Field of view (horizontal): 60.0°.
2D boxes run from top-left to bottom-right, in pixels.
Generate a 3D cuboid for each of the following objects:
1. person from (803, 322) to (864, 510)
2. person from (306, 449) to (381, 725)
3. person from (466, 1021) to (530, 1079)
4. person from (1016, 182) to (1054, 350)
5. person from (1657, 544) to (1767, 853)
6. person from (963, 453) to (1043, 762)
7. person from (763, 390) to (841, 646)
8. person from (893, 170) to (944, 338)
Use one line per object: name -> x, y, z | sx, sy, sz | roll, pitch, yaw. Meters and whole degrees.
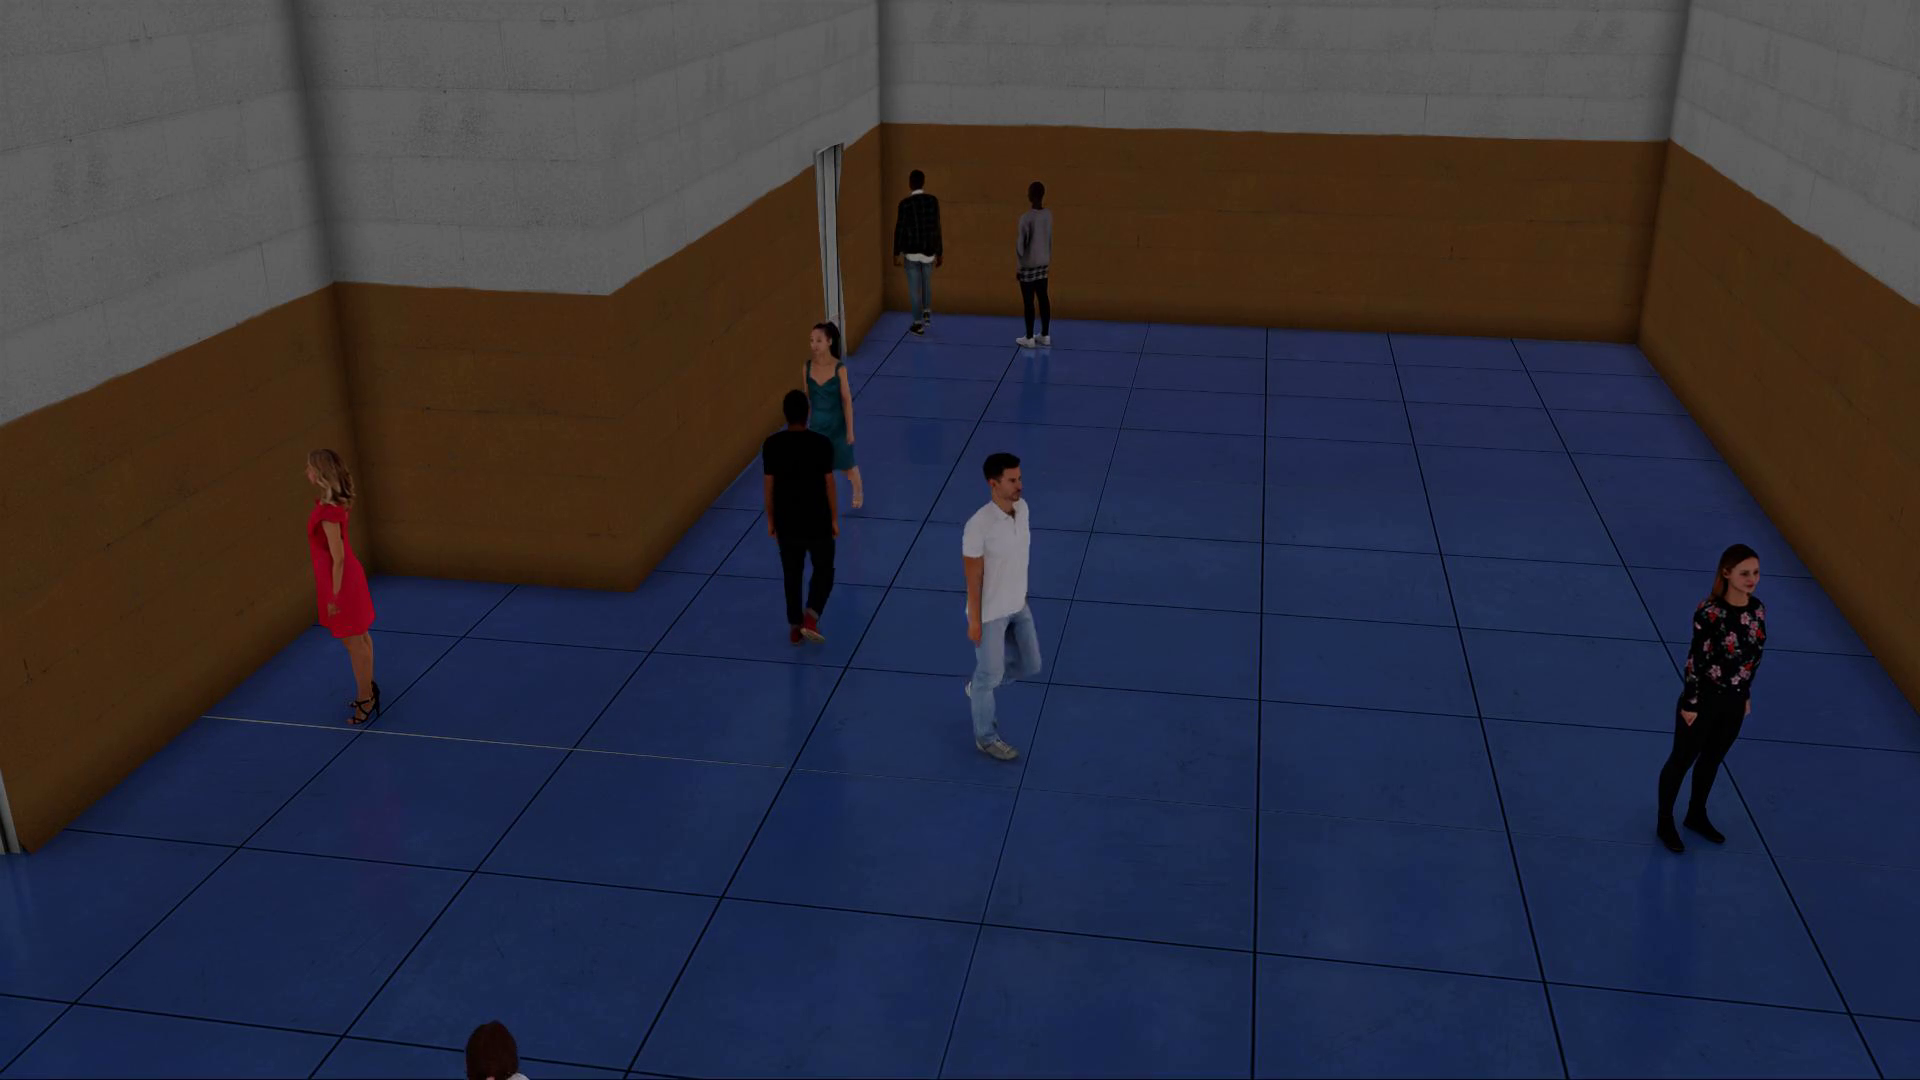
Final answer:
person -> -0.957, -0.851, 12.804 | 1.009, 1.654, 0.775 | 6, 23, 15
person -> -3.677, 0.262, 9.935 | 0.662, 1.729, 0.650 | -5, 23, -13
person -> -1.619, 2.235, 5.888 | 0.750, 1.085, 0.822 | -15, 26, -33
person -> 0.815, -2.959, 17.895 | 0.690, 1.770, 0.731 | -18, 28, -37
person -> 3.912, 0.808, 8.637 | 0.592, 1.683, 0.704 | -7, 23, -16
person -> 0.158, 0.355, 9.542 | 0.950, 1.849, 0.880 | 19, 29, 39
person -> -1.031, -0.093, 10.794 | 0.728, 1.746, 0.752 | 2, 22, 5
person -> -0.416, -3.129, 18.269 | 0.784, 1.808, 0.883 | -9, 24, -22
